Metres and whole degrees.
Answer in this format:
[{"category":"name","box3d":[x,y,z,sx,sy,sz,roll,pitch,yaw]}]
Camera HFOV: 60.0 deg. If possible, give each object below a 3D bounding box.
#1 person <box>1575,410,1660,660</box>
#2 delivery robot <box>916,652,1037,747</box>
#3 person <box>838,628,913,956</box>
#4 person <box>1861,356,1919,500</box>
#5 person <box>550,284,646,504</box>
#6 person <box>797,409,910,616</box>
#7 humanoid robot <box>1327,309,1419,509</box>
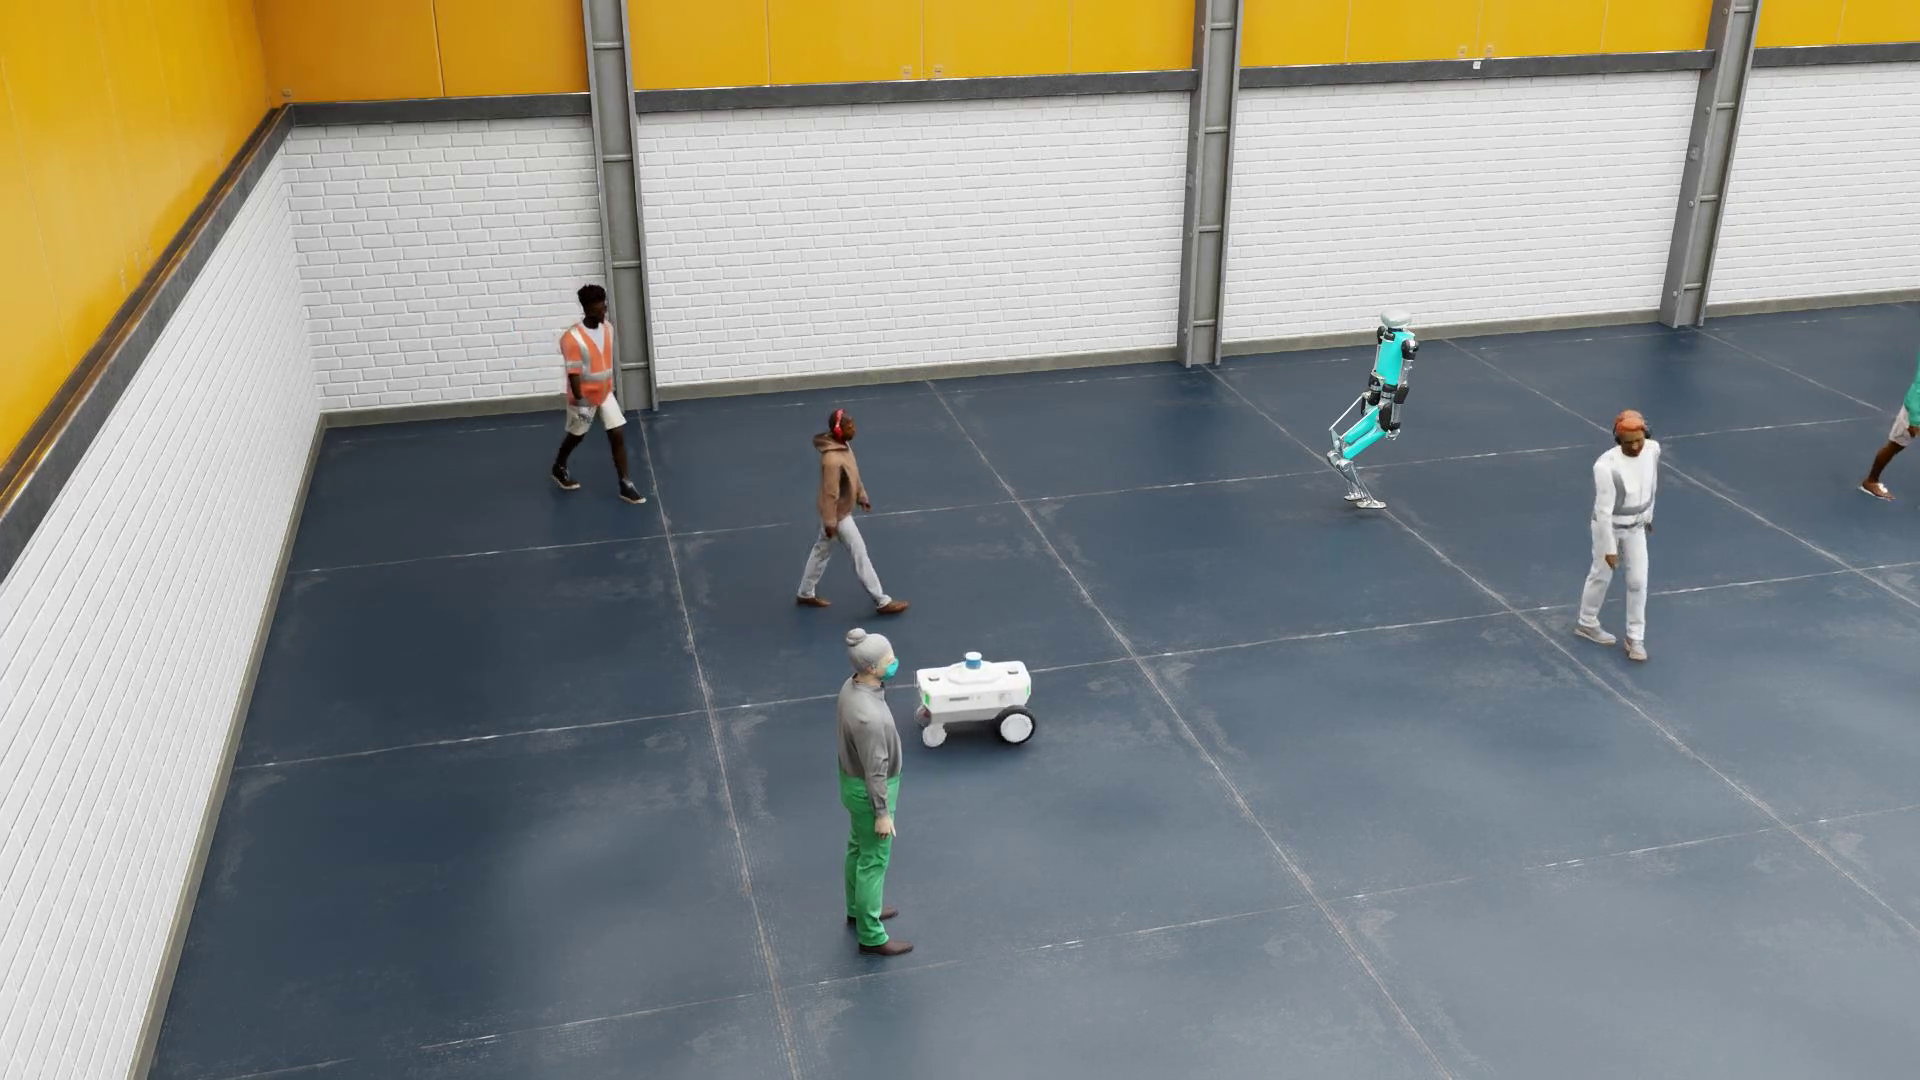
[{"category":"person","box3d":[4.608,-0.037,11.495,0.667,1.842,0.697,-8,25,-17]},{"category":"delivery robot","box3d":[0.085,1.004,10.710,0.765,0.583,0.499,-4,24,-9]},{"category":"person","box3d":[-0.451,1.270,8.523,0.328,1.842,0.526,-6,24,-13]},{"category":"person","box3d":[8.112,-1.067,13.899,0.503,1.779,1.037,-7,25,-16]},{"category":"person","box3d":[-3.183,-1.277,14.215,0.993,1.920,0.588,16,29,33]},{"category":"person","box3d":[-0.830,-0.205,12.158,0.871,1.603,0.459,1,24,1]},{"category":"humanoid robot","box3d":[3.349,-1.072,13.812,0.735,1.673,0.533,-6,24,-13]}]
